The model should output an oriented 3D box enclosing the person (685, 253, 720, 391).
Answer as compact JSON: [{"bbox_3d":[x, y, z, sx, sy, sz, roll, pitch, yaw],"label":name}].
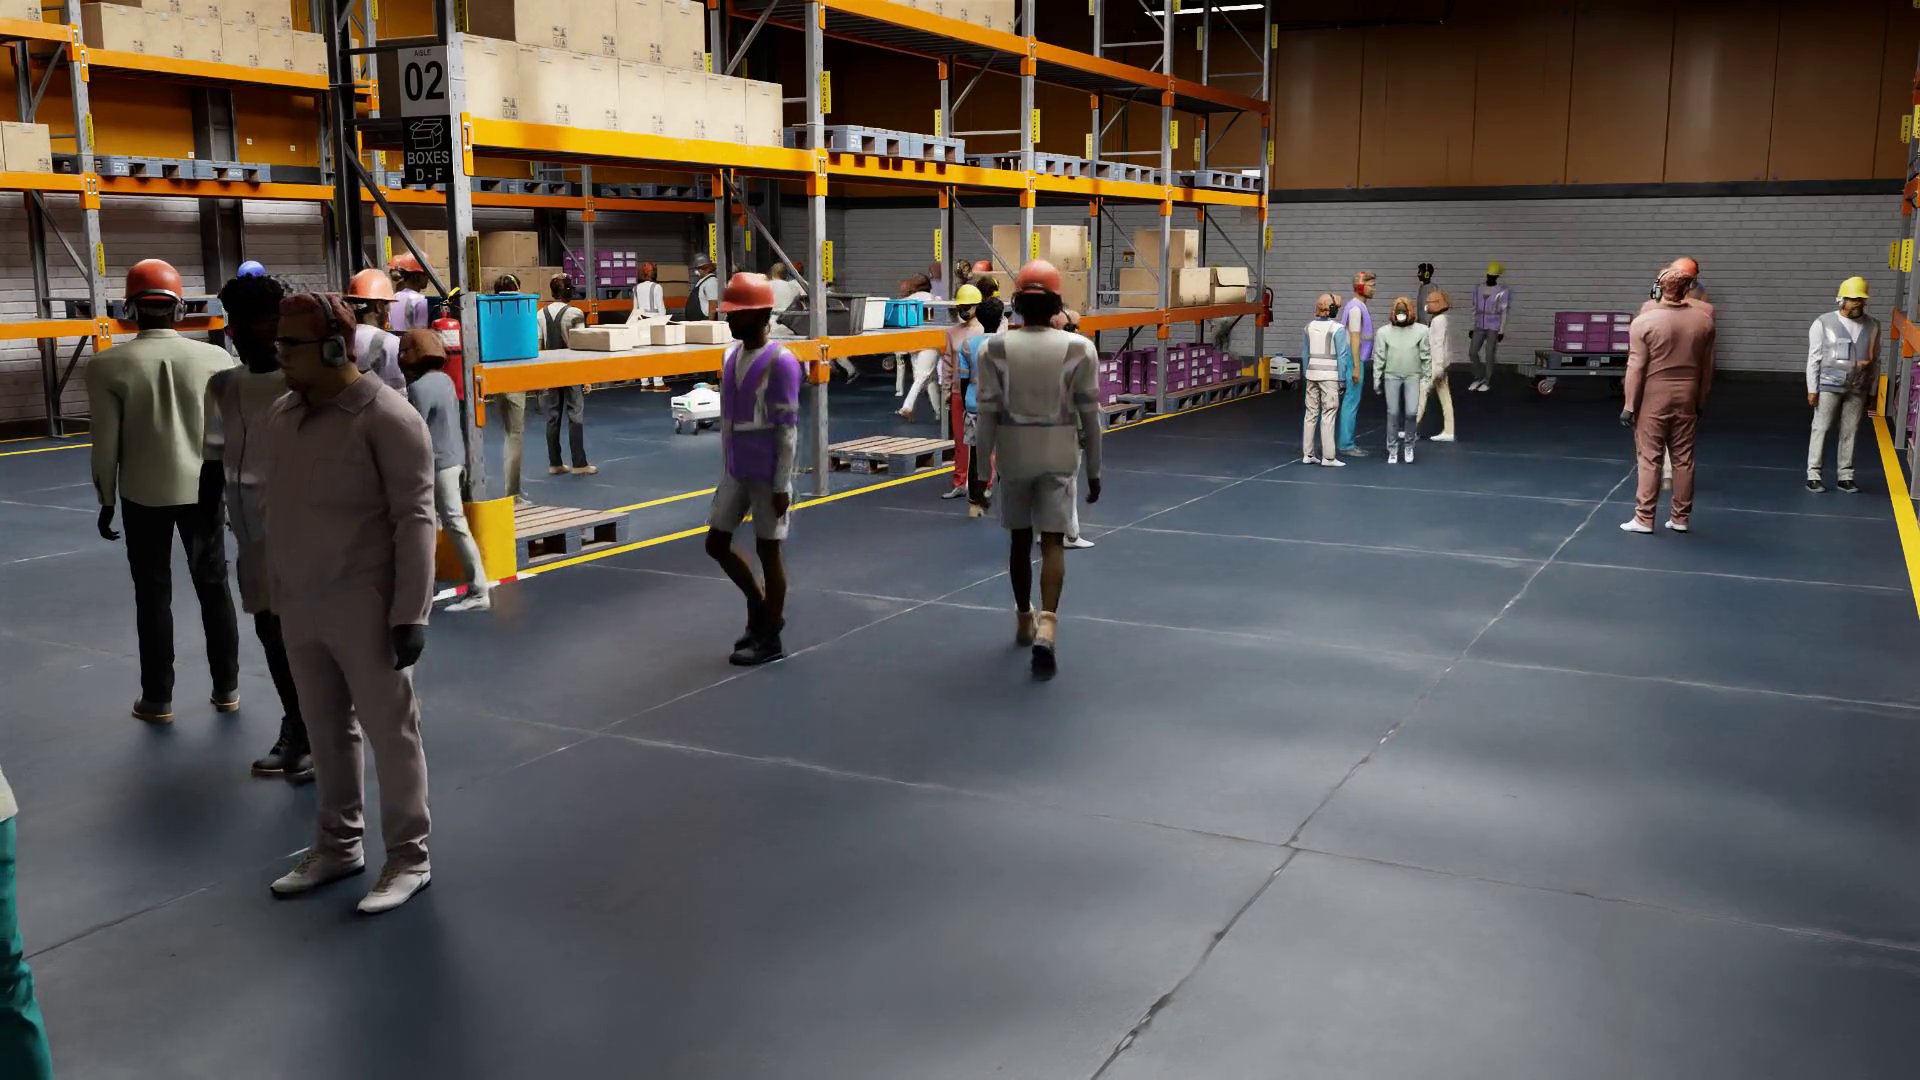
[{"bbox_3d":[-3.772,-3.211,24.462,0.536,2.000,0.672,-3,10,-17],"label":"person"}]

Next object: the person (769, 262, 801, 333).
[{"bbox_3d":[-2.488,-2.850,22.809,0.653,1.879,0.996,-3,10,-17],"label":"person"}]

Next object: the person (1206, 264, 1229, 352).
[{"bbox_3d":[4.219,-3.606,27.347,0.404,1.835,0.587,4,10,20],"label":"person"}]

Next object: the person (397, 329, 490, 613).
[{"bbox_3d":[-2.996,-0.382,9.354,0.707,1.587,0.591,0,10,0],"label":"person"}]

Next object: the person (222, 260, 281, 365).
[{"bbox_3d":[-6.588,-1.630,15.574,0.602,1.949,0.396,4,11,22],"label":"person"}]

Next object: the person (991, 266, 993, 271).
[{"bbox_3d":[0.664,-3.845,28.836,0.717,1.783,0.951,-5,11,-28],"label":"person"}]

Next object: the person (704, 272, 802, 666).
[{"bbox_3d":[-1.013,-0.332,8.122,0.567,1.926,0.400,9,14,44],"label":"person"}]

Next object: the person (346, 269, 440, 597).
[{"bbox_3d":[-3.371,-0.593,9.643,0.561,1.932,0.413,4,11,23],"label":"person"}]

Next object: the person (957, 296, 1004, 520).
[{"bbox_3d":[0.240,-0.984,12.558,0.535,1.700,0.318,3,10,19],"label":"person"}]

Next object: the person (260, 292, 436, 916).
[{"bbox_3d":[-1.910,0.199,5.118,0.648,1.904,0.401,5,11,28],"label":"person"}]

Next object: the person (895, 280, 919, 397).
[{"bbox_3d":[-0.743,-2.822,23.370,0.514,1.642,0.310,-2,10,-10],"label":"person"}]

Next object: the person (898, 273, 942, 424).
[{"bbox_3d":[-0.451,-2.287,19.862,0.629,1.790,0.962,9,14,43],"label":"person"}]

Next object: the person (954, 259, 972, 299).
[{"bbox_3d":[0.021,-2.625,21.370,0.370,1.940,0.630,4,11,21],"label":"person"}]

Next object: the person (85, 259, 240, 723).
[{"bbox_3d":[-3.419,-0.207,7.206,0.617,1.994,0.381,-8,13,-39],"label":"person"}]

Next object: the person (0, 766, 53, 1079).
[{"bbox_3d":[-2.040,0.593,3.238,0.331,1.768,0.526,-1,10,-3],"label":"person"}]

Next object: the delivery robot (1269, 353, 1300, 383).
[{"bbox_3d":[4.692,-2.515,24.459,0.477,0.478,0.707,-4,10,-22],"label":"delivery robot"}]

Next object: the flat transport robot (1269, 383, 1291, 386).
[{"bbox_3d":[4.378,-2.474,25.316,1.431,0.197,0.652,2,10,12],"label":"flat transport robot"}]

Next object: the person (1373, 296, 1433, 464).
[{"bbox_3d":[4.228,-1.515,15.883,0.571,1.608,0.454,3,10,16],"label":"person"}]

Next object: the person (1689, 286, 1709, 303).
[{"bbox_3d":[10.072,-2.883,23.069,0.659,1.855,0.986,6,12,32],"label":"person"}]

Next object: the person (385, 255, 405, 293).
[{"bbox_3d":[-6.801,-2.481,20.366,0.375,1.997,0.612,-3,10,-15],"label":"person"}]

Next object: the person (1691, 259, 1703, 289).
[{"bbox_3d":[10.978,-3.277,25.175,0.379,1.927,0.542,-8,13,-38],"label":"person"}]

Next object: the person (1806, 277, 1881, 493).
[{"bbox_3d":[7.455,-1.299,14.039,0.595,1.825,0.403,0,10,2],"label":"person"}]

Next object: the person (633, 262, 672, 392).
[{"bbox_3d":[-4.497,-3.093,24.242,0.572,1.882,0.356,6,12,32],"label":"person"}]

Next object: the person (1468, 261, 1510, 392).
[{"bbox_3d":[7.660,-3.089,24.154,0.496,1.898,0.626,-9,13,-43],"label":"person"}]

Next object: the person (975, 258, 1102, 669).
[{"bbox_3d":[0.383,-0.386,8.242,0.622,2.006,1.009,1,10,5],"label":"person"}]

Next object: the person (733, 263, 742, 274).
[{"bbox_3d":[-2.745,-2.483,20.670,0.649,1.891,0.761,9,13,42],"label":"person"}]

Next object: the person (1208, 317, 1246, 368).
[{"bbox_3d":[4.095,-3.294,25.890,0.791,1.718,0.491,5,11,27],"label":"person"}]

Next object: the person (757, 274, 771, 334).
[{"bbox_3d":[-2.463,-2.384,20.474,0.328,1.767,0.532,-7,12,-34],"label":"person"}]

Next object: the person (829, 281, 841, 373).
[{"bbox_3d":[-2.296,-3.722,28.019,0.620,1.838,0.430,6,11,31],"label":"person"}]

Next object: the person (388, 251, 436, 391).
[{"bbox_3d":[-4.736,-1.496,14.525,0.395,2.044,0.609,-9,14,-43],"label":"person"}]

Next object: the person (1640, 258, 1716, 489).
[{"bbox_3d":[6.172,-1.435,14.362,0.659,1.974,0.584,5,11,26],"label":"person"}]

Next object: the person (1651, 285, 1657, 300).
[{"bbox_3d":[7.605,-1.946,18.128,0.318,1.700,0.536,-2,10,-10],"label":"person"}]

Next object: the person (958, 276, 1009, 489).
[{"bbox_3d":[0.233,-1.378,14.504,0.498,1.820,0.947,4,11,23],"label":"person"}]

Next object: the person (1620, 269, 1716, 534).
[{"bbox_3d":[5.067,-0.991,11.999,0.639,1.911,0.402,-1,10,-8],"label":"person"}]

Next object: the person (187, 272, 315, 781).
[{"bbox_3d":[-2.636,-0.032,6.329,0.632,1.946,0.493,5,11,25],"label":"person"}]

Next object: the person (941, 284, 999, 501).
[{"bbox_3d":[0.086,-1.190,13.558,0.527,1.767,0.331,6,12,32],"label":"person"}]

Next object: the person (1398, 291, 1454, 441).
[{"bbox_3d":[5.016,-1.868,17.921,0.739,1.603,0.530,3,10,18],"label":"person"}]

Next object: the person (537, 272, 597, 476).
[{"bbox_3d":[-3.580,-1.496,15.100,0.508,1.846,0.345,3,10,19],"label":"person"}]

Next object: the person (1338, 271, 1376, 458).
[{"bbox_3d":[3.920,-1.745,16.543,0.372,1.843,0.570,2,10,14],"label":"person"}]

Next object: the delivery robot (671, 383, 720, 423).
[{"bbox_3d":[-2.909,-1.526,18.738,0.477,0.478,0.707,8,12,38],"label":"delivery robot"}]

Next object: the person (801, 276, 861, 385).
[{"bbox_3d":[-1.971,-3.261,25.497,0.863,1.794,0.600,1,10,3],"label":"person"}]

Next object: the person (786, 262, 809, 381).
[{"bbox_3d":[-2.551,-3.426,26.159,0.585,1.882,0.337,-4,11,-22],"label":"person"}]

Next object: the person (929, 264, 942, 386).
[{"bbox_3d":[-0.372,-3.299,25.514,0.650,1.850,1.002,-3,10,-19],"label":"person"}]

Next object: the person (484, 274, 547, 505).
[{"bbox_3d":[-3.543,-1.185,13.286,0.572,1.850,0.657,3,10,19],"label":"person"}]

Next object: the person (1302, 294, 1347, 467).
[{"bbox_3d":[3.456,-1.510,15.778,0.311,1.638,0.522,-6,12,-33],"label":"person"}]

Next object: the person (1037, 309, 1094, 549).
[{"bbox_3d":[0.698,-0.758,11.421,0.311,1.642,0.513,-7,12,-36],"label":"person"}]

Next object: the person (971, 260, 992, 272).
[{"bbox_3d":[0.244,-2.519,20.784,0.377,1.928,0.542,1,10,8],"label":"person"}]

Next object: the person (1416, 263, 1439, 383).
[{"bbox_3d":[7.128,-3.296,25.476,0.333,1.864,0.515,-2,10,-14],"label":"person"}]
